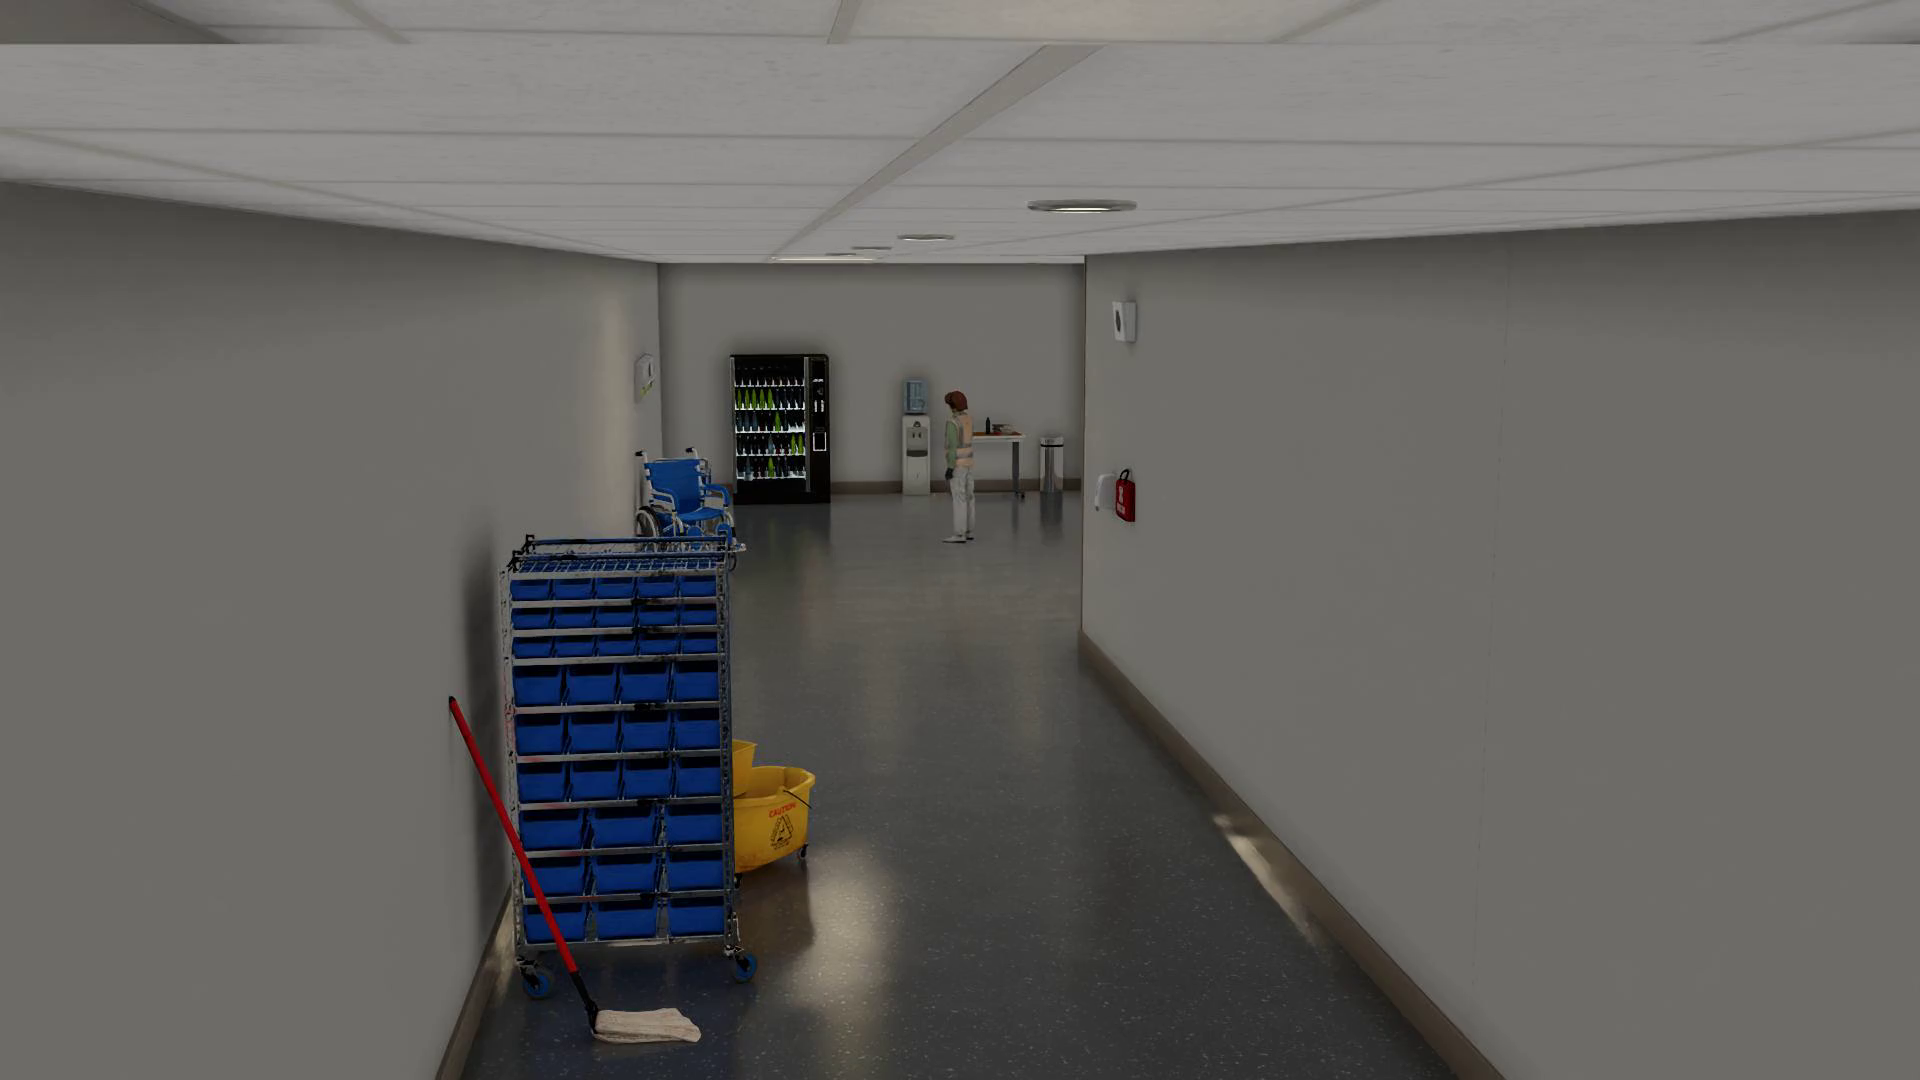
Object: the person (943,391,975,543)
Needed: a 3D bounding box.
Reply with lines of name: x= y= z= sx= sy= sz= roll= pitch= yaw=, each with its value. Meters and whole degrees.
person: x=-0.007 y=-0.786 z=17.880 sx=0.314 sy=1.639 sz=0.514 roll=4 pitch=10 yaw=26
